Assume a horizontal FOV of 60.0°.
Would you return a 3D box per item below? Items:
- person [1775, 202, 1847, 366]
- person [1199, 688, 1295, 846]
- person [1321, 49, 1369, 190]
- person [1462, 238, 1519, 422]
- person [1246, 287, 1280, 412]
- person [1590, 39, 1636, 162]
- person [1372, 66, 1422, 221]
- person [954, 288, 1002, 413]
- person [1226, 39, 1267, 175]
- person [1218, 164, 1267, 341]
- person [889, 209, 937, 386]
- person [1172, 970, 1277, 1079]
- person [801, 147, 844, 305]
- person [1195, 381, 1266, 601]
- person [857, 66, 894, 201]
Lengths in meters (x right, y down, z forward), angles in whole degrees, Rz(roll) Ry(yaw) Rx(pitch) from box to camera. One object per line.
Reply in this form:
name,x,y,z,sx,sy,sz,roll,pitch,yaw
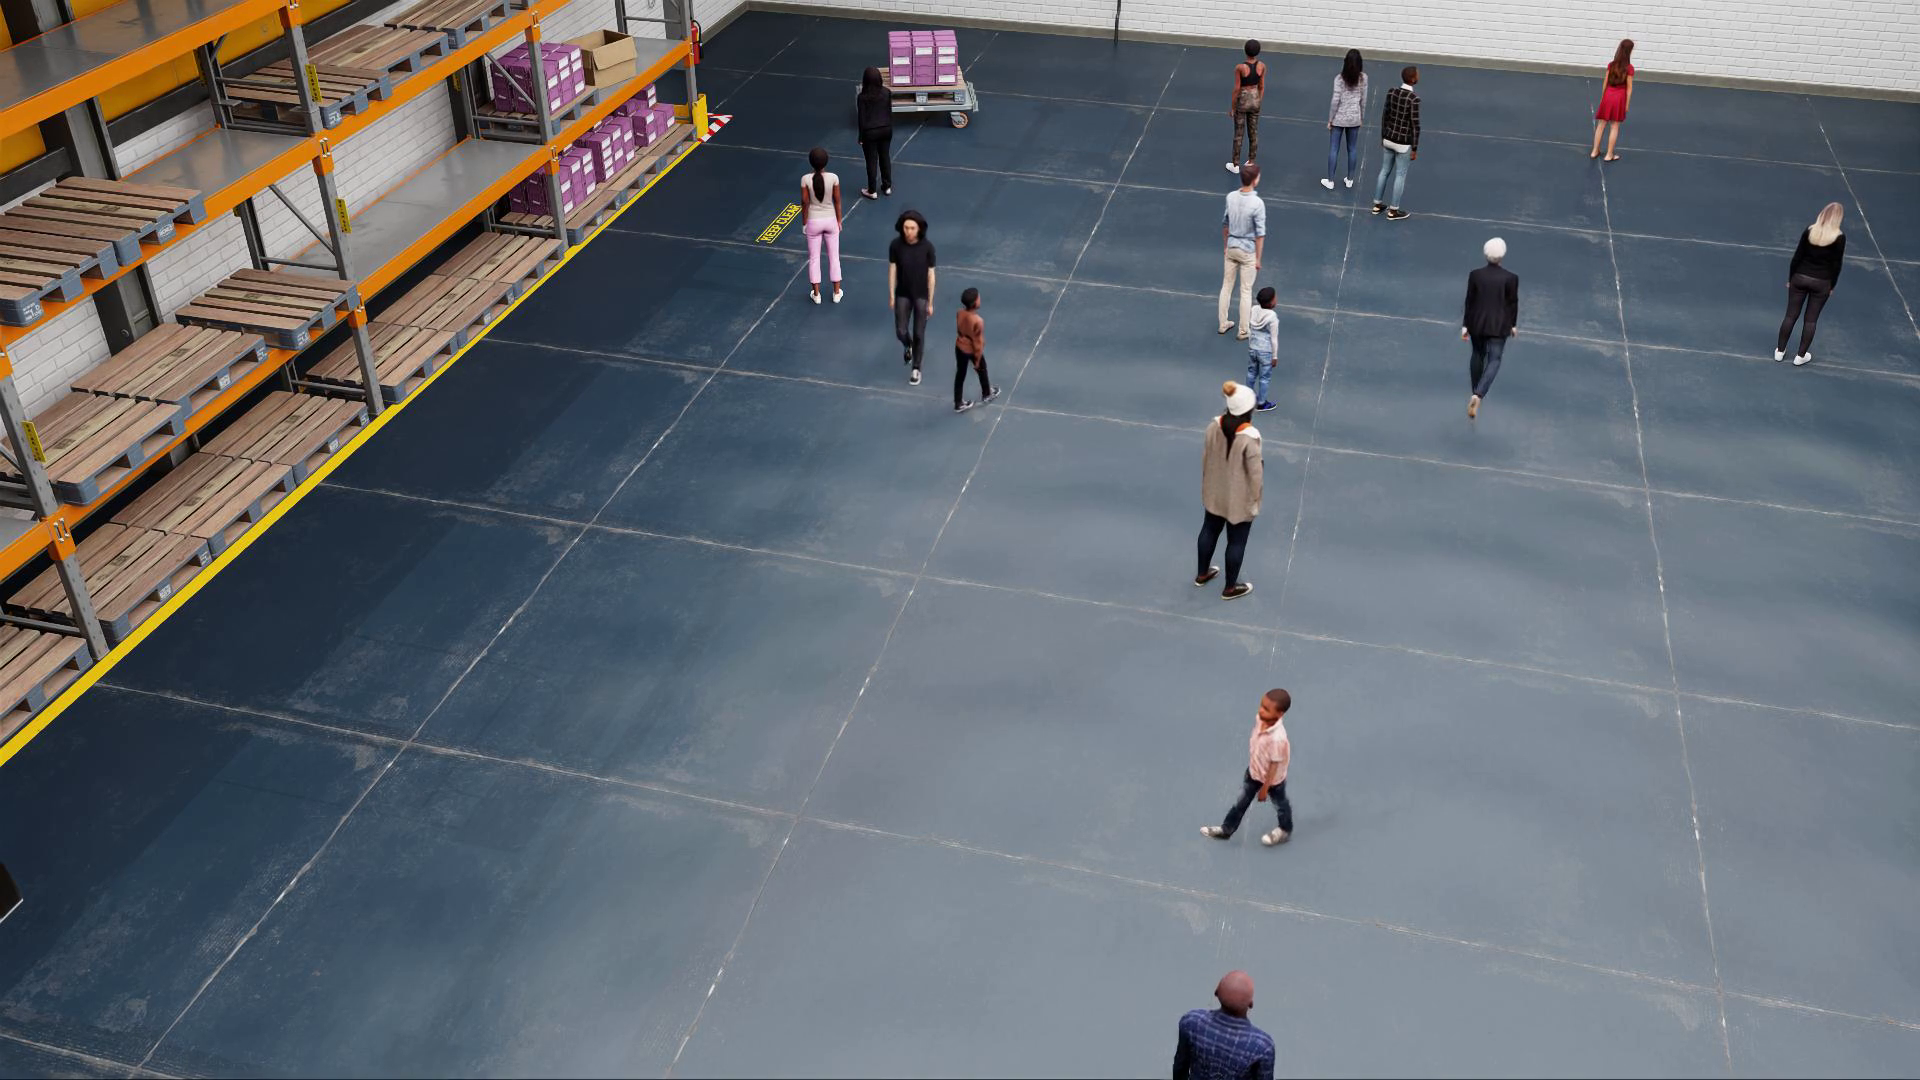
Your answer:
person,8.507,-2.566,16.629,0.685,1.685,0.679,25,41,32
person,2.078,1.499,10.886,0.859,1.274,0.881,-10,35,-14
person,4.771,-5.210,20.564,0.678,1.733,0.654,-4,34,-6
person,4.938,-1.929,15.428,0.935,1.763,1.117,20,39,27
person,2.892,-1.843,15.925,0.620,1.261,0.571,-23,40,-31
person,8.432,-5.675,21.425,0.655,1.556,0.717,27,42,35
person,5.202,-4.732,19.767,0.765,1.819,0.744,-23,40,-31
person,0.034,-1.789,15.867,0.727,1.235,0.861,28,43,35
person,3.628,-5.486,21.009,0.658,1.701,0.676,-8,34,-11
person,2.895,-2.970,17.091,0.734,1.847,0.732,-28,43,-35
person,-0.434,-2.441,16.323,0.677,1.816,0.779,6,34,9
person,1.285,2.894,8.315,0.760,1.796,0.908,12,35,17
person,-1.478,-3.370,17.788,0.653,1.742,0.641,-5,34,-8
person,2.133,-0.410,13.197,0.848,1.894,0.820,-28,42,-35
person,-1.026,-4.985,20.330,0.748,1.617,0.820,-22,39,-29
